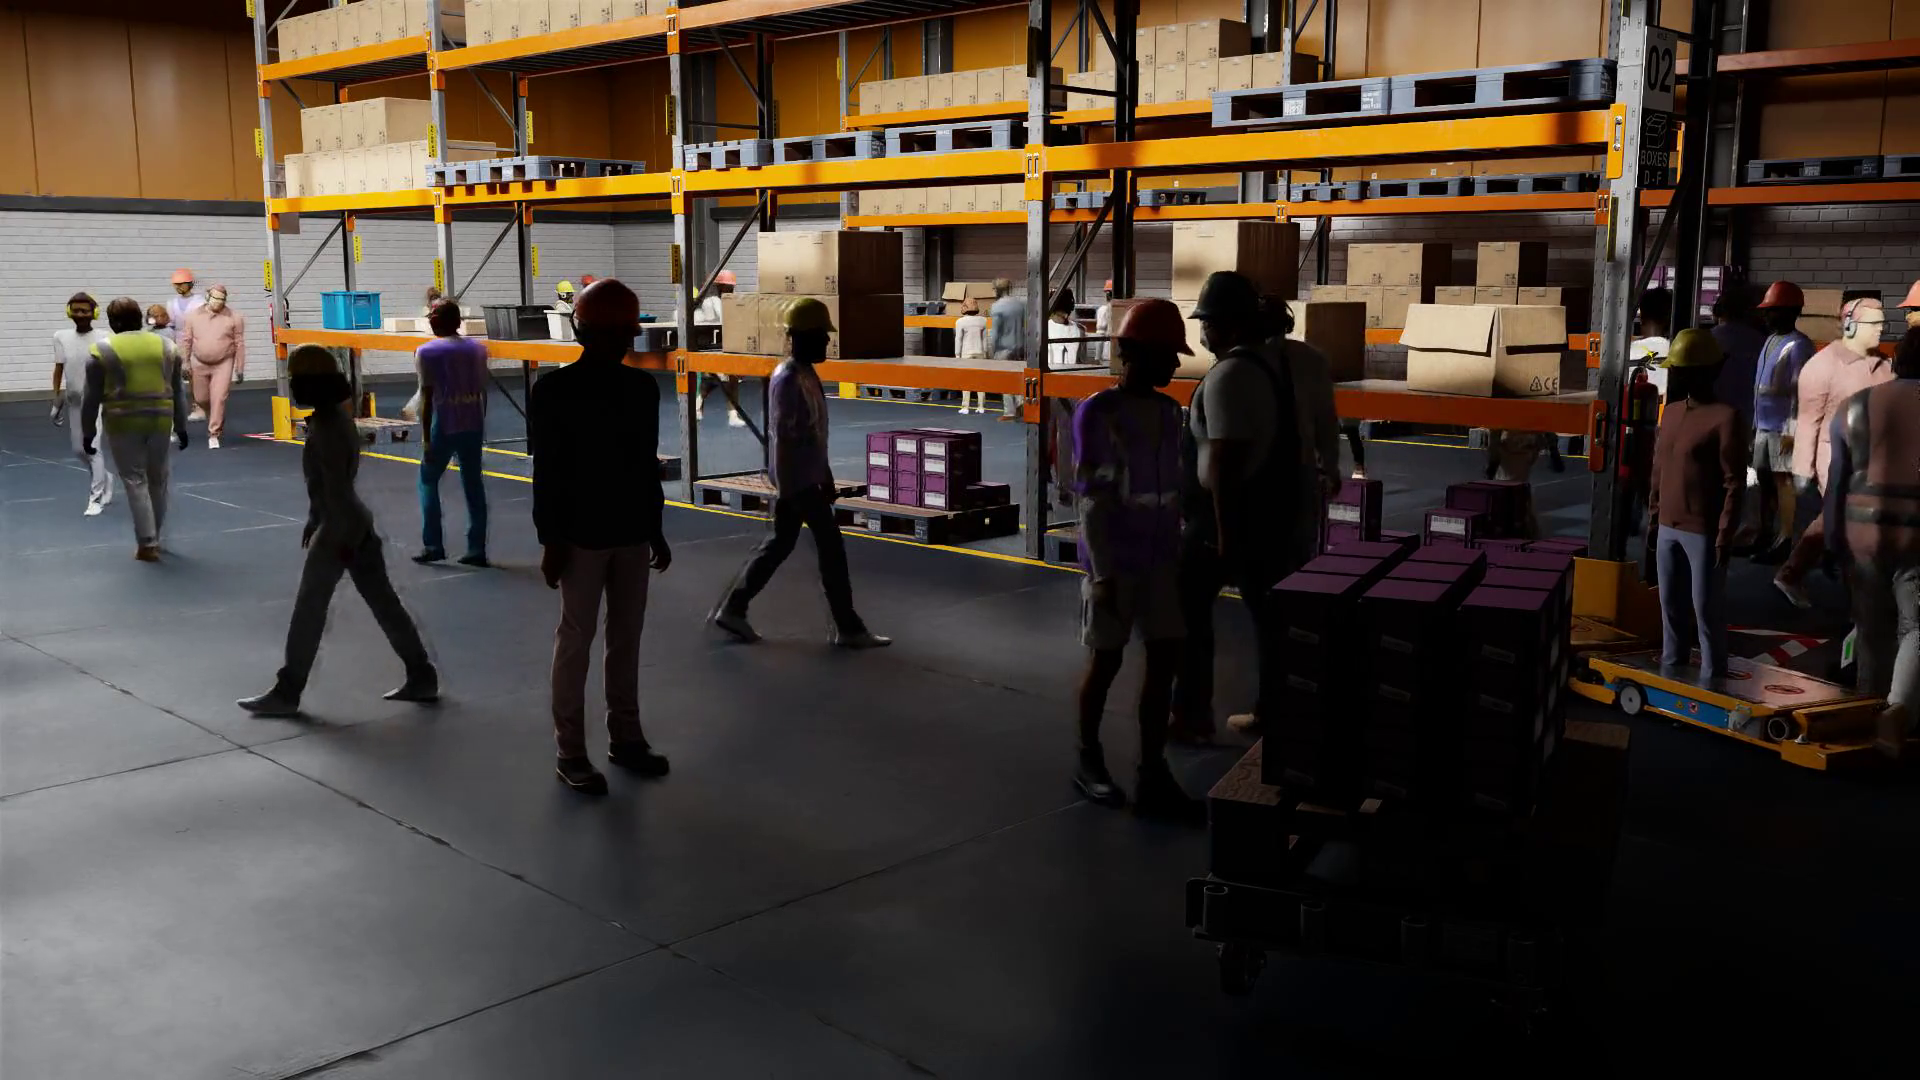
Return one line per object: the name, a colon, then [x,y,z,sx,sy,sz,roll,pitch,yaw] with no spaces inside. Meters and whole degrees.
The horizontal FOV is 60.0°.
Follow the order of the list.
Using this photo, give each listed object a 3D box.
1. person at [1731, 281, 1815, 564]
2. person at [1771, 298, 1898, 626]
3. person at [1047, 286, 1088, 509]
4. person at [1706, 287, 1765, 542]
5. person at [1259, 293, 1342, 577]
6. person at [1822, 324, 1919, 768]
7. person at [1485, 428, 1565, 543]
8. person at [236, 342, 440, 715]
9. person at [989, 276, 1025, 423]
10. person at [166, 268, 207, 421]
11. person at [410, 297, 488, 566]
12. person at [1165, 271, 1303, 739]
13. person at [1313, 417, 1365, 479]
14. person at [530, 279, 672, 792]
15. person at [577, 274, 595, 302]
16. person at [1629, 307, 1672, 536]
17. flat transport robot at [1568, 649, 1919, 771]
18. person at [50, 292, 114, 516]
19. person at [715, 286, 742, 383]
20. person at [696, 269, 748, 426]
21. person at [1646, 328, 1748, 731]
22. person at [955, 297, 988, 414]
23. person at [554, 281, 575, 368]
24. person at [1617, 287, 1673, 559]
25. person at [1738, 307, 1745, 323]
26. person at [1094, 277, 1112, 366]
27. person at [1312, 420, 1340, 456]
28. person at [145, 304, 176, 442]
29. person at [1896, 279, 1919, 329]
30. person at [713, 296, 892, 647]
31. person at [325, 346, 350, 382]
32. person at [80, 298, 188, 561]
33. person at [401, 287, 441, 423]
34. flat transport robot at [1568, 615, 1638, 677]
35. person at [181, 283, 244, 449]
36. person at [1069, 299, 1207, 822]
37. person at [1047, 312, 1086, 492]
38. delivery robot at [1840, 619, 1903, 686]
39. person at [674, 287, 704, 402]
person: [5.605,-0.802,11.443,0.354,1.939,0.545,0,9,-1]
person: [5.091,-0.460,9.592,0.652,1.865,0.966,-4,10,-24]
person: [0.835,-1.202,14.063,0.573,1.883,0.353,-5,10,-26]
person: [5.692,-0.936,12.433,0.634,1.895,0.993,-2,9,-13]
person: [1.671,-0.352,8.823,0.693,1.897,0.598,0,9,2]
person: [3.860,0.021,6.809,0.627,1.812,0.806,7,12,38]
person: [3.667,-0.542,10.901,0.512,1.594,0.864,-8,12,-40]
person: [-2.843,-0.054,7.606,0.871,1.695,0.491,-2,9,-10]
person: [0.590,-2.481,21.790,0.430,1.920,0.649,8,12,39]
person: [-10.187,-2.549,21.891,0.649,2.021,0.675,2,9,12]
person: [-3.491,-0.732,11.355,0.670,1.823,0.580,8,12,40]
person: [1.132,-0.149,7.128,0.724,2.000,0.704,7,12,37]
person: [3.424,-1.304,15.370,0.778,1.665,0.552,7,11,36]
person: [-1.382,-0.024,6.532,0.407,1.981,0.623,7,12,38]
person: [-6.581,-3.749,29.540,0.544,1.918,0.648,-9,13,-42]
person: [5.252,-0.935,12.581,0.595,1.832,0.404,0,9,2]
flat transport robot: [3.441,0.701,7.329,0.652,0.197,1.431,-4,10,-23]
person: [-7.265,-1.147,13.872,0.520,1.843,0.801,-1,9,-5]
person: [-4.147,-3.758,29.612,0.379,1.922,0.592,-8,12,-41]
person: [-3.105,-2.473,21.455,0.788,2.020,0.622,9,13,43]
person: [3.213,-0.046,7.338,0.322,1.765,0.533,-2,10,-14]
person: [0.161,-2.573,23.261,0.497,1.629,0.277,-4,10,-24]
person: [-6.031,-3.048,25.523,0.404,1.837,0.590,-2,9,-13]
person: [4.379,-0.641,10.549,0.623,1.914,1.019,1,9,5]
person: [7.477,-1.458,16.205,0.541,1.695,0.315,-7,11,-36]
person: [1.961,-2.330,20.876,0.560,1.918,0.558,-7,11,-36]
person: [3.884,-1.699,17.854,0.511,1.641,0.308,3,10,20]
person: [-9.276,-1.921,19.268,0.522,1.617,0.365,5,10,27]
person: [5.012,-0.377,8.661,0.383,1.994,0.616,8,12,41]
person: [-0.888,-0.358,8.903,0.967,1.885,0.603,0,9,1]
person: [-10.319,-3.277,27.540,0.285,1.636,0.500,4,10,24]
person: [-5.819,-0.777,11.652,0.771,1.814,0.657,9,13,43]
person: [-6.866,-2.411,21.717,0.866,1.812,0.627,-3,10,-16]
flat transport robot: [2.716,0.549,8.257,1.431,0.197,0.652,-2,9,-13]
person: [-8.497,-1.992,18.981,0.668,1.868,0.808,-2,9,-10]
person: [0.668,0.073,6.141,0.586,1.905,0.561,-7,11,-36]
person: [0.899,-1.341,15.370,0.523,1.736,0.803,-5,11,-29]
delivery robot: [4.193,0.490,7.464,0.477,0.478,0.707,7,11,35]
person: [-3.907,-2.801,24.224,0.532,1.754,0.407,-4,10,-25]
